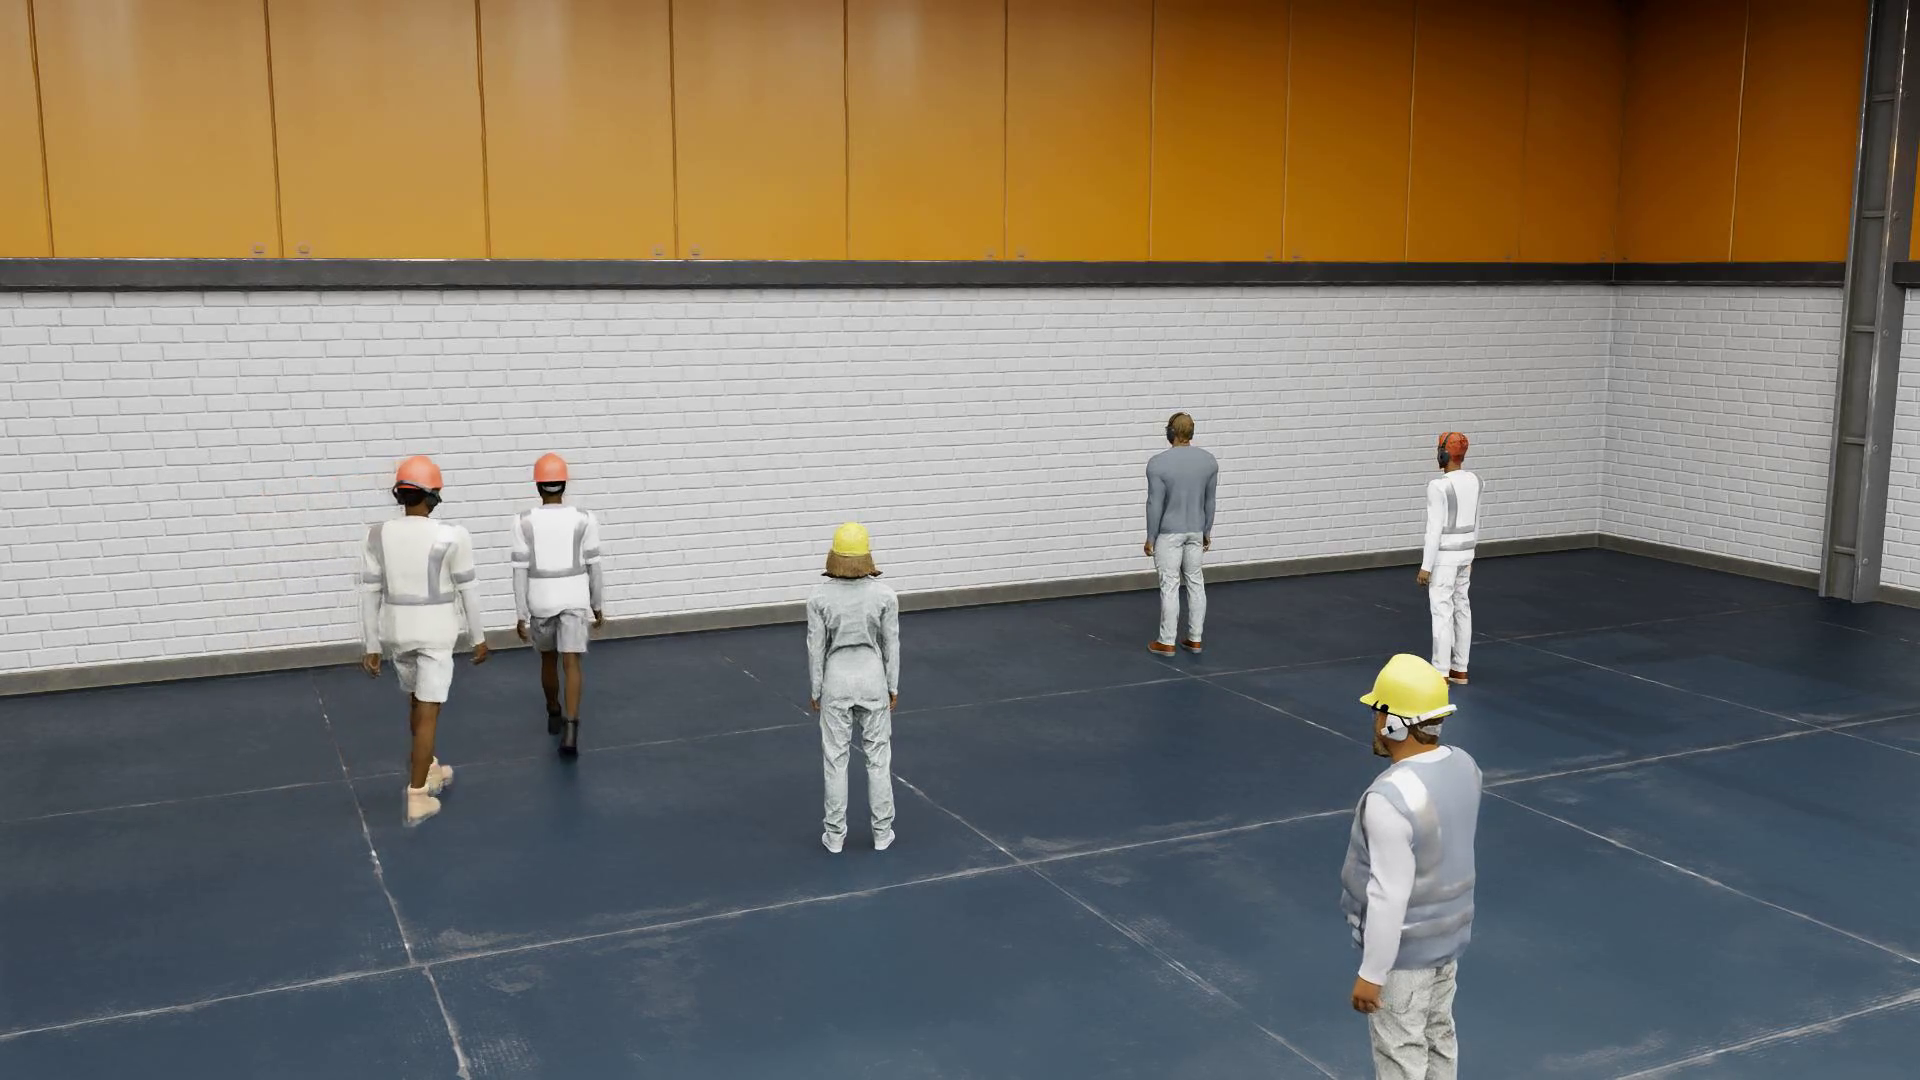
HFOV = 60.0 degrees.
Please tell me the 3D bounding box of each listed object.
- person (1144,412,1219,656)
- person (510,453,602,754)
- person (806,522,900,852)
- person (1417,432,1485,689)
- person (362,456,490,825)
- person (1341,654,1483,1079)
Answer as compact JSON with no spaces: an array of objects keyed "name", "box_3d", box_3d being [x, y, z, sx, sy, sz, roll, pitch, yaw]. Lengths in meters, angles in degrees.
[{"name":"person","box_3d":[1.734,-0.047,13.174,0.630,1.940,0.372,-4,10,-25]},{"name":"person","box_3d":[-2.567,0.392,10.613,0.554,1.896,0.999,-2,9,-12]},{"name":"person","box_3d":[-0.555,0.770,8.708,0.486,1.746,0.289,-1,9,-7]},{"name":"person","box_3d":[3.561,0.149,12.136,0.576,1.882,0.355,-7,12,-38]},{"name":"person","box_3d":[-2.981,0.526,9.394,0.611,2.005,0.911,2,9,9]},{"name":"person","box_3d":[1.423,1.269,5.336,0.404,1.834,0.591,8,12,41]}]
